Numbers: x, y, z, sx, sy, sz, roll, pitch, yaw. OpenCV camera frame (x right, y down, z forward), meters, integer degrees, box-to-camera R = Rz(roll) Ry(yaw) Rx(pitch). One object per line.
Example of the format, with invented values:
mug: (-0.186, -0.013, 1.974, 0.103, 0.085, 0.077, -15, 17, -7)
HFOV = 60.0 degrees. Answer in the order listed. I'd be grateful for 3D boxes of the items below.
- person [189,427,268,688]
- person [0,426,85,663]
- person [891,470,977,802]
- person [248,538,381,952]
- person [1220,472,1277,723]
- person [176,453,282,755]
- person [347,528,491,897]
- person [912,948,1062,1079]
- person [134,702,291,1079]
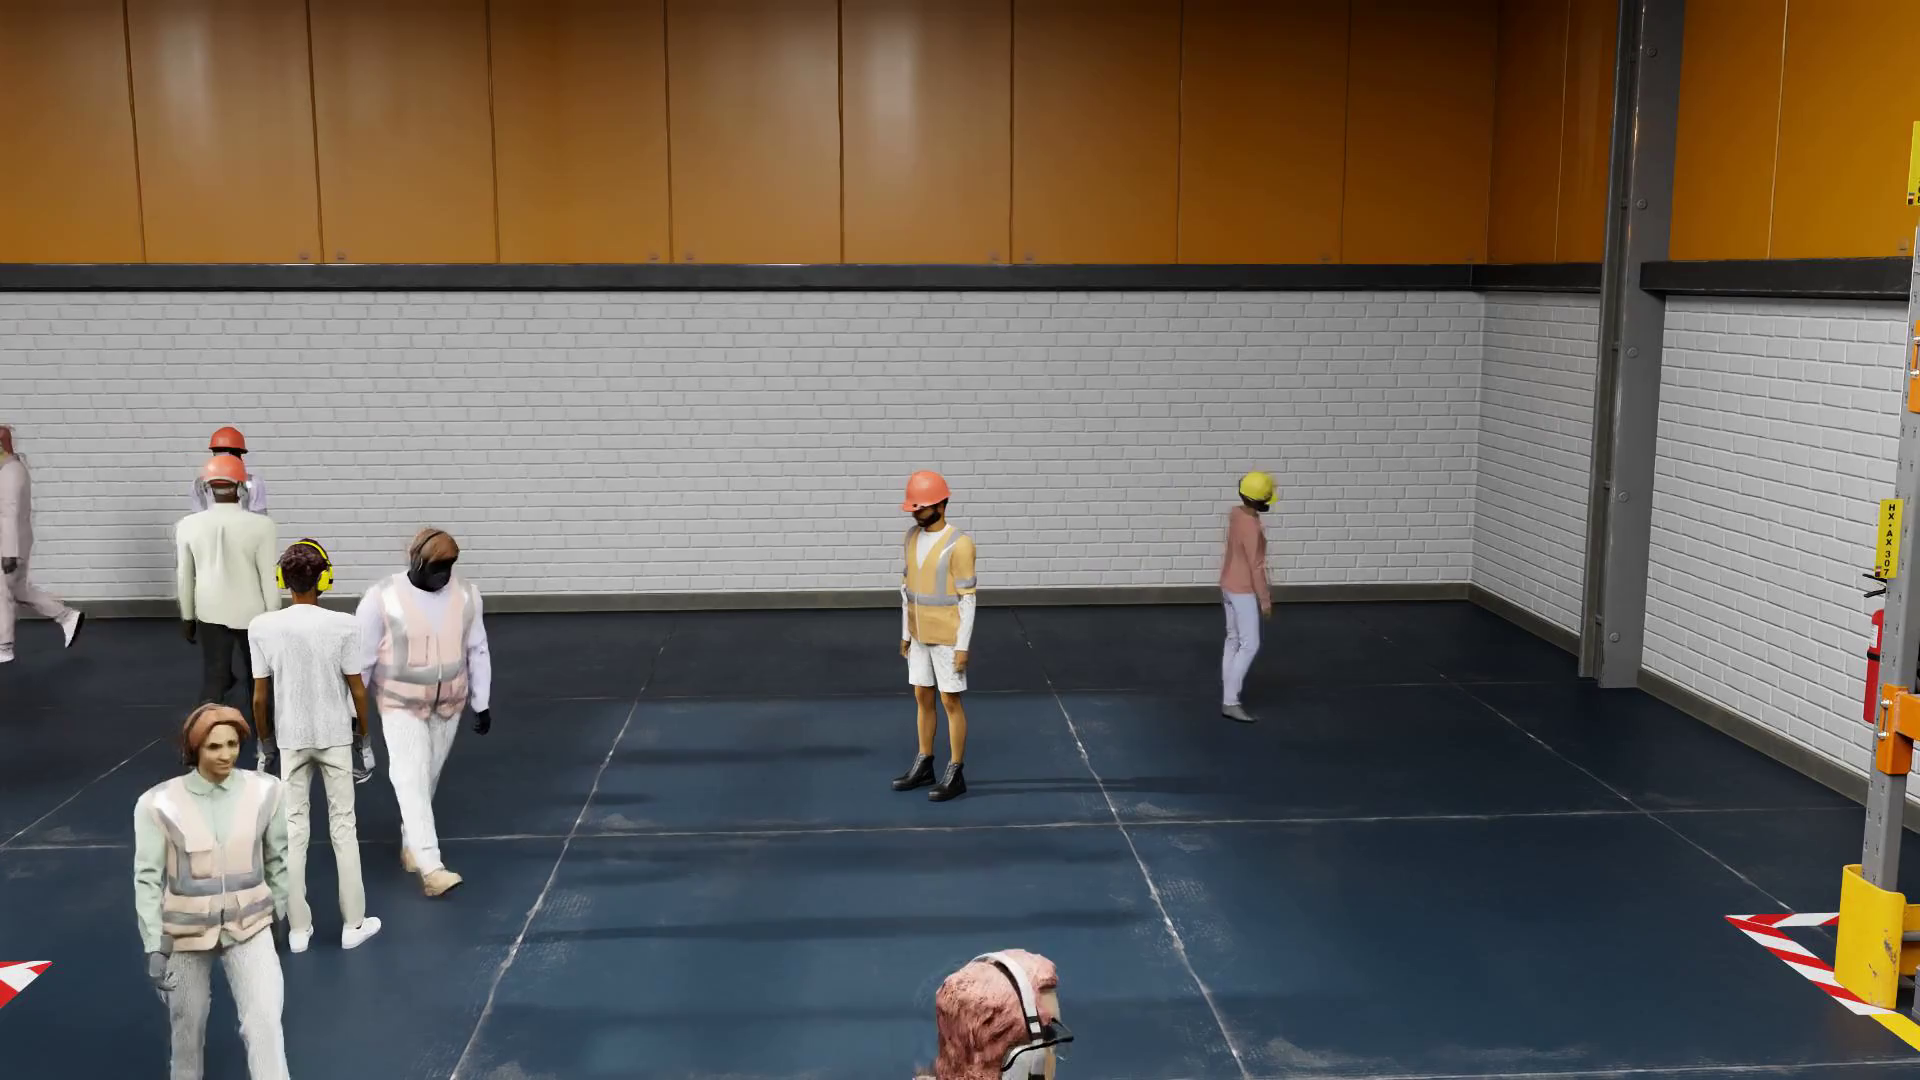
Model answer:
person: (-5.332, 0.134, 12.231, 0.543, 1.928, 0.374, -1, 9, -8)
person: (-7.390, 0.028, 13.058, 0.749, 1.883, 0.649, -5, 10, -28)
person: (-0.159, 0.550, 9.626, 0.388, 1.926, 0.546, -8, 12, -43)
person: (-2.895, 0.921, 7.469, 0.514, 1.872, 0.328, -1, 9, -8)
person: (1.944, 0.372, 11.395, 0.333, 1.718, 0.640, -1, 9, -6)
person: (-4.470, 0.455, 10.150, 0.629, 1.965, 0.954, -1, 9, -6)
person: (-2.630, 0.841, 8.233, 0.685, 1.786, 0.922, -8, 12, -41)
person: (0.008, 1.642, 2.905, 0.441, 1.886, 0.664, -5, 10, -27)
person: (-2.532, 1.343, 5.683, 0.518, 1.596, 0.833, -7, 11, -35)
